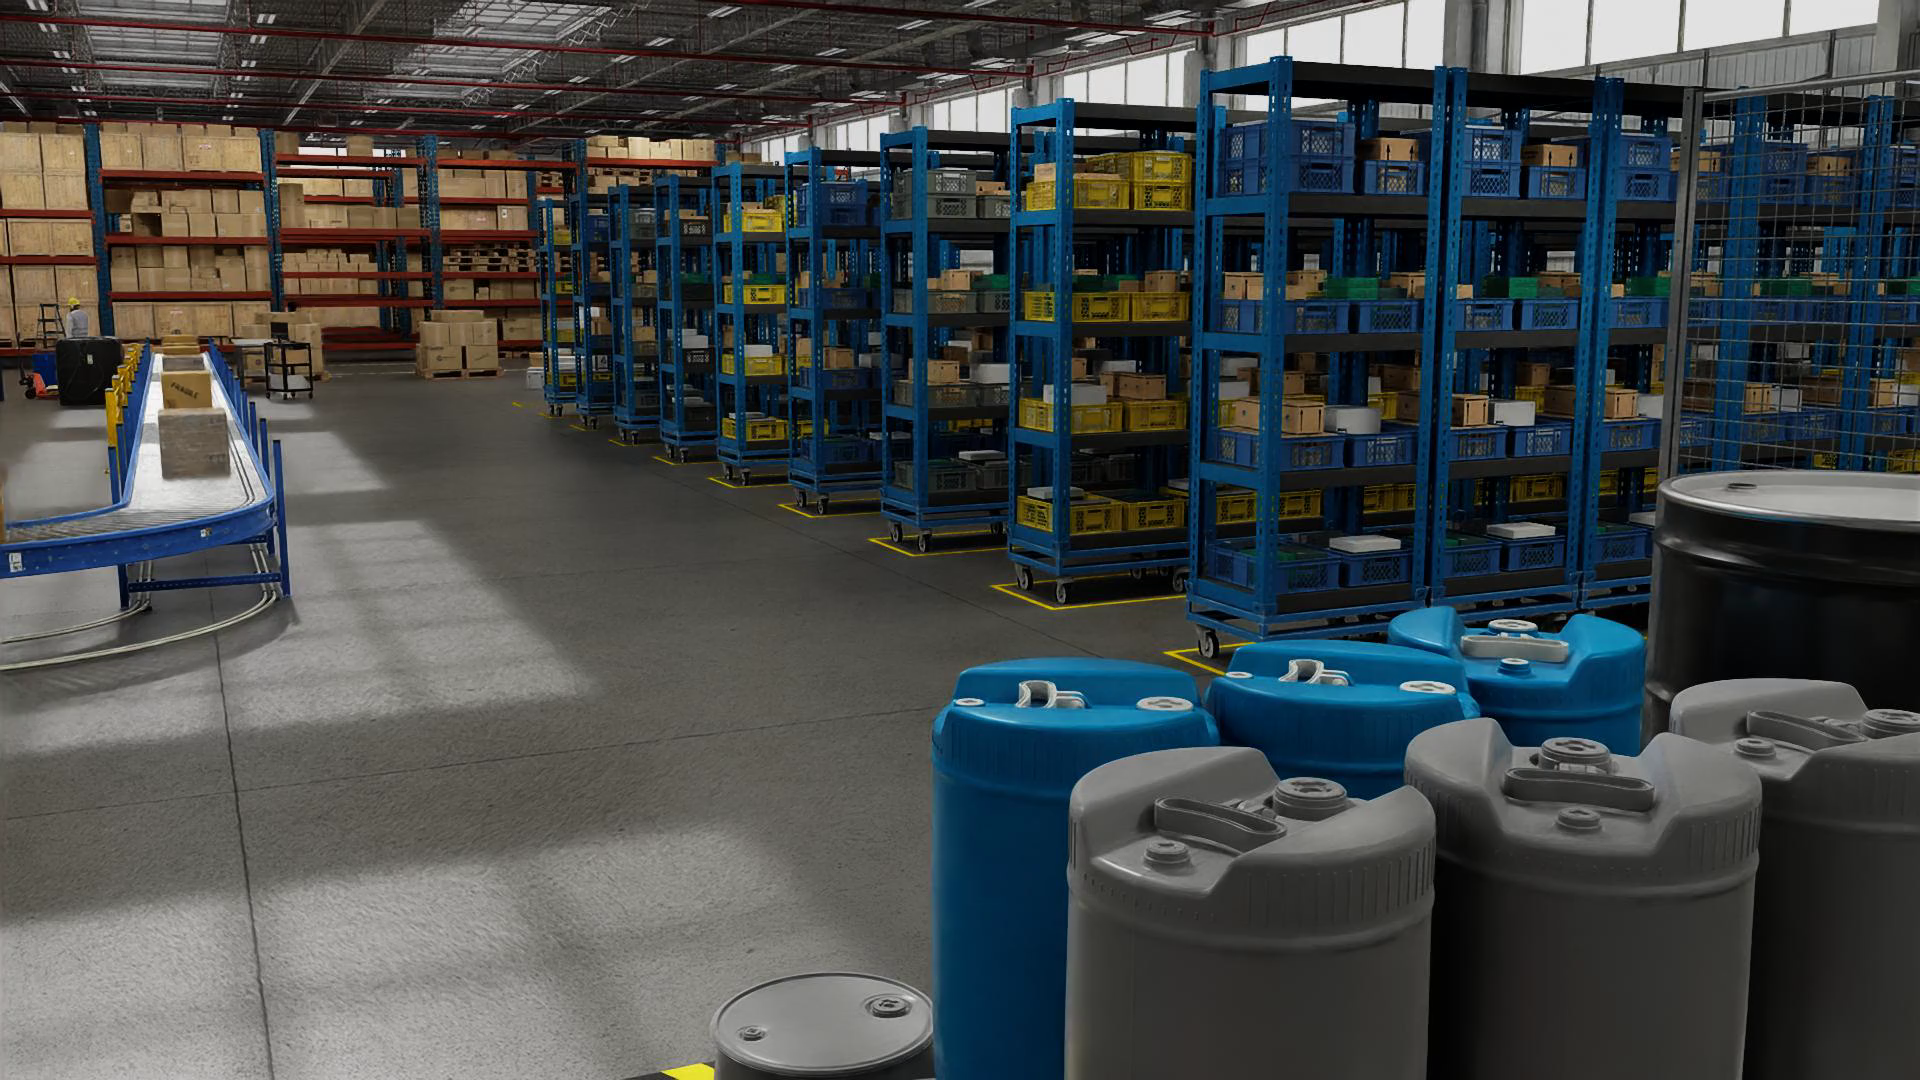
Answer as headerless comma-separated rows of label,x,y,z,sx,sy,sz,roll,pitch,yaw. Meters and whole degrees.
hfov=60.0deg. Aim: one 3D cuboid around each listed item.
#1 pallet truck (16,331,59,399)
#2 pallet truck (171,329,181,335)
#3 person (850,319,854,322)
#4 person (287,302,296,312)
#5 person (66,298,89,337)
pallet truck,-17.082,-3.353,31.781,1.630,1.274,0.653,-4,10,-25
pallet truck,-17.275,-3.851,35.096,1.601,1.201,0.680,0,9,1
person,-3.537,-7.016,53.110,0.557,1.739,0.714,-5,10,-27
person,-16.726,-5.119,41.611,0.550,1.655,0.820,7,12,38
person,-20.237,-4.636,38.141,0.404,1.826,0.592,3,10,18
